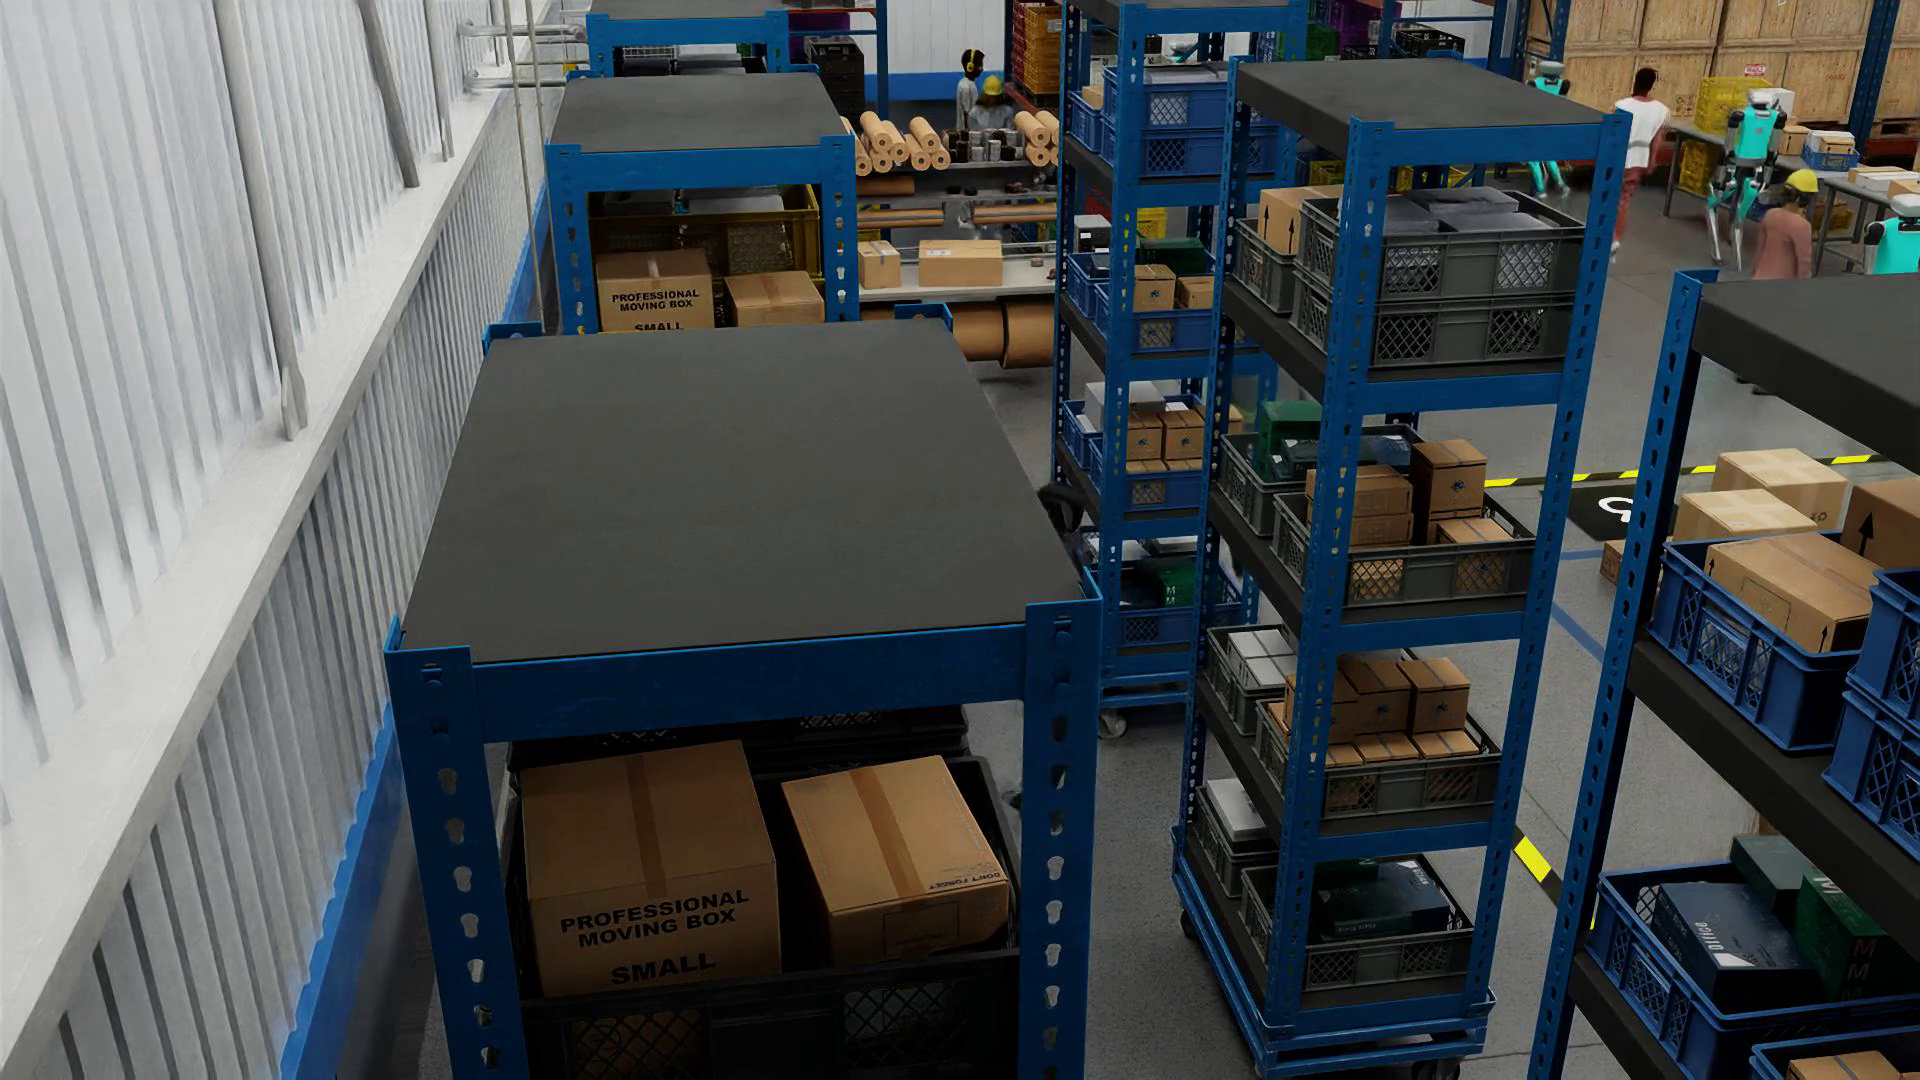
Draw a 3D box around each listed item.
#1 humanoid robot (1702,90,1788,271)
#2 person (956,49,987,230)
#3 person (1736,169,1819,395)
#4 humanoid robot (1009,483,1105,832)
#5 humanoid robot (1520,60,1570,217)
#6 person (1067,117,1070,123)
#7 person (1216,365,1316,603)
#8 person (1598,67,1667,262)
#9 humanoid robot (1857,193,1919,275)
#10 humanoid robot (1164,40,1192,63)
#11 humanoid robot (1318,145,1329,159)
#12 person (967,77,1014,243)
[{"bbox_3d":[7.530,-3.487,16.158,0.535,1.800,0.793,1,25,3],"label":"humanoid robot"},{"bbox_3d":[0.120,-4.225,17.576,0.329,1.865,0.506,0,25,0],"label":"person"},{"bbox_3d":[6.320,-1.968,12.797,0.363,1.763,0.538,-3,25,-6],"label":"person"},{"bbox_3d":[0.444,0.536,7.466,0.347,1.643,0.596,9,26,19],"label":"humanoid robot"},{"bbox_3d":[6.195,-4.001,17.300,0.550,1.821,0.908,-8,26,-16],"label":"humanoid robot"},{"bbox_3d":[1.283,-4.399,17.965,0.335,1.859,0.505,12,27,24],"label":"person"},{"bbox_3d":[1.755,-0.505,9.518,0.622,1.830,0.673,0,25,1],"label":"person"},{"bbox_3d":[6.532,-3.672,16.339,0.630,1.889,0.463,-5,25,-11],"label":"person"},{"bbox_3d":[6.652,-1.545,11.736,0.533,1.680,0.735,0,25,0],"label":"humanoid robot"},{"bbox_3d":[2.587,-4.731,18.937,0.716,1.885,0.546,-12,27,-24],"label":"humanoid robot"},{"bbox_3d":[4.112,-4.468,18.327,0.353,1.641,0.609,-4,25,-10],"label":"humanoid robot"},{"bbox_3d":[0.307,-3.831,16.893,0.495,1.709,0.745,-1,25,-2],"label":"person"}]
